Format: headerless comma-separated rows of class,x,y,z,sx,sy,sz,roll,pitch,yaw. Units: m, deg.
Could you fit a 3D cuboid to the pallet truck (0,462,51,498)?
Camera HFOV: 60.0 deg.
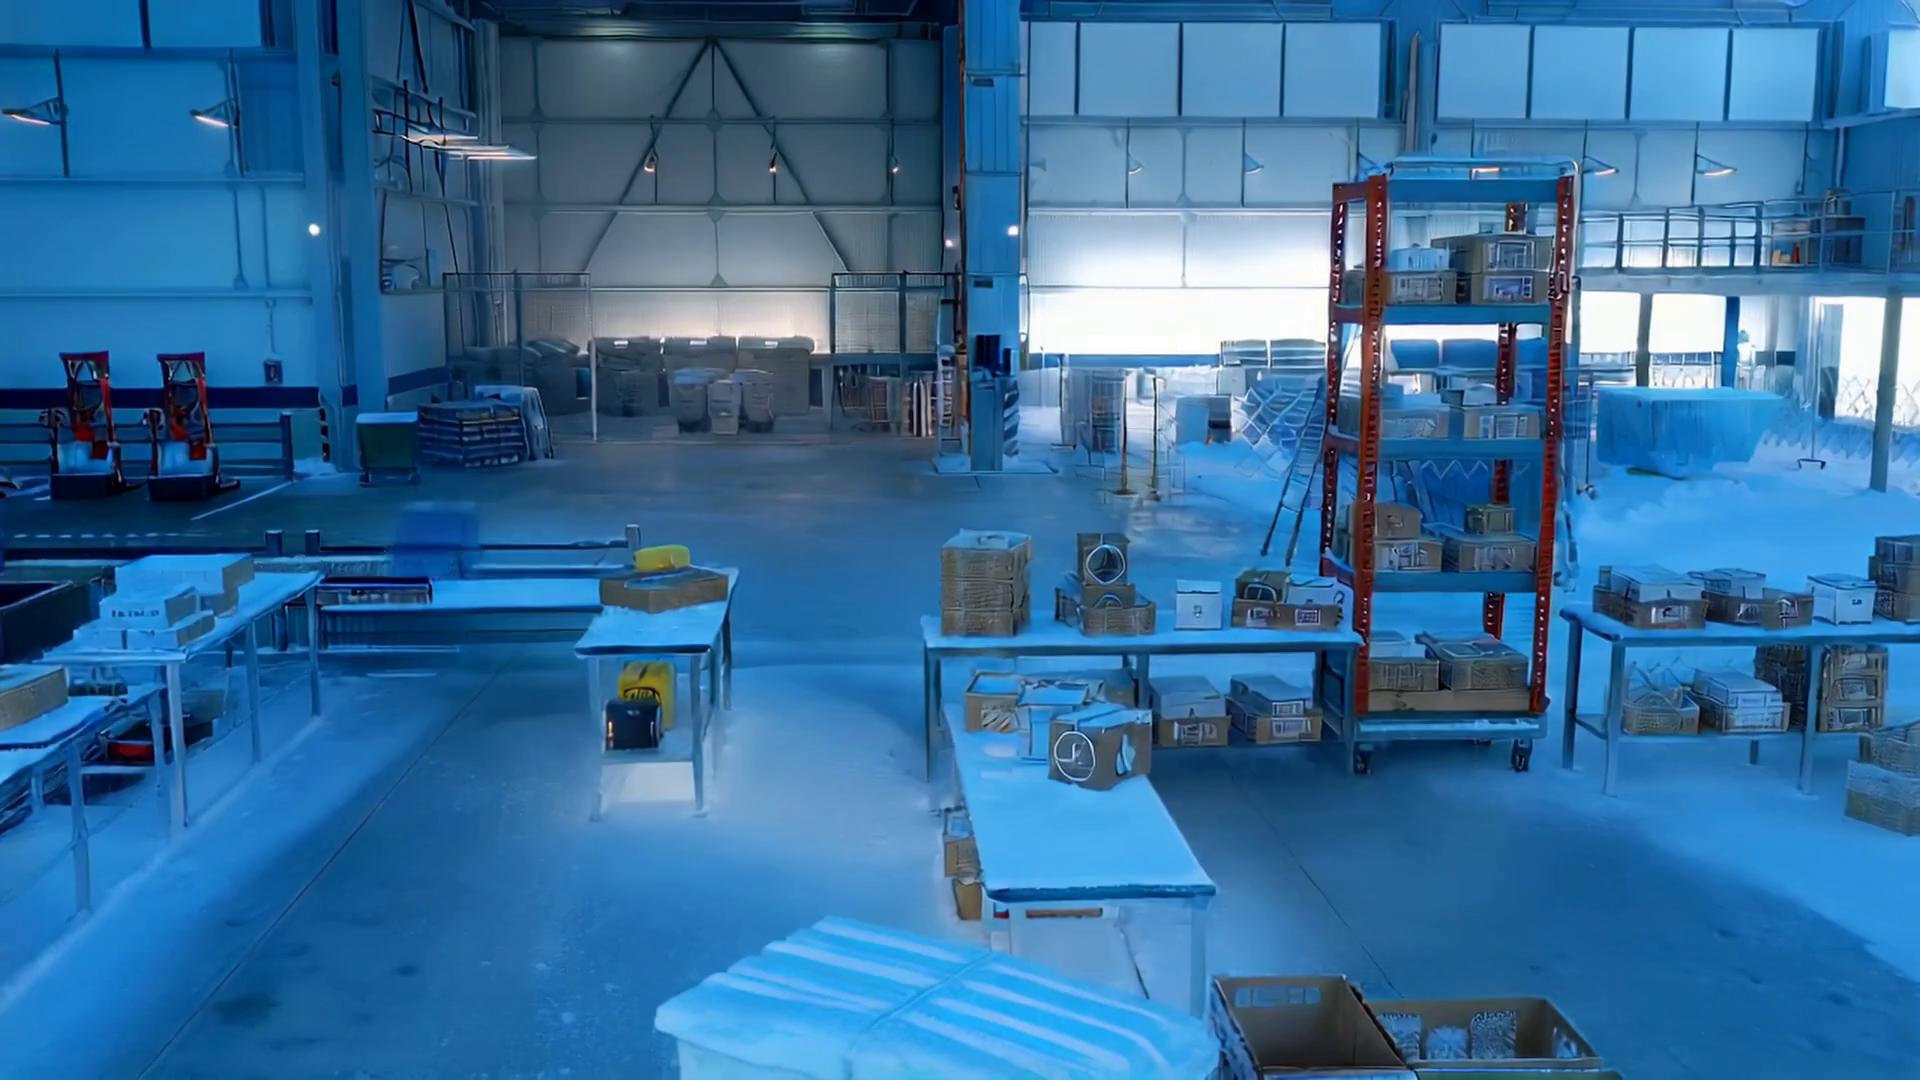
pallet truck,-13.193,-1.293,23.148,0.653,1.274,1.630,-1,9,-4

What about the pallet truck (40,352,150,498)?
pallet truck,-11.907,-1.642,23.165,0.823,1.965,1.885,0,9,0

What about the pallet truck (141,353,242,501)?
pallet truck,-10.520,-1.604,22.925,0.823,1.965,1.885,-1,9,-6

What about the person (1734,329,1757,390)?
person,16.679,-3.550,35.500,0.575,1.885,0.355,0,9,-1
